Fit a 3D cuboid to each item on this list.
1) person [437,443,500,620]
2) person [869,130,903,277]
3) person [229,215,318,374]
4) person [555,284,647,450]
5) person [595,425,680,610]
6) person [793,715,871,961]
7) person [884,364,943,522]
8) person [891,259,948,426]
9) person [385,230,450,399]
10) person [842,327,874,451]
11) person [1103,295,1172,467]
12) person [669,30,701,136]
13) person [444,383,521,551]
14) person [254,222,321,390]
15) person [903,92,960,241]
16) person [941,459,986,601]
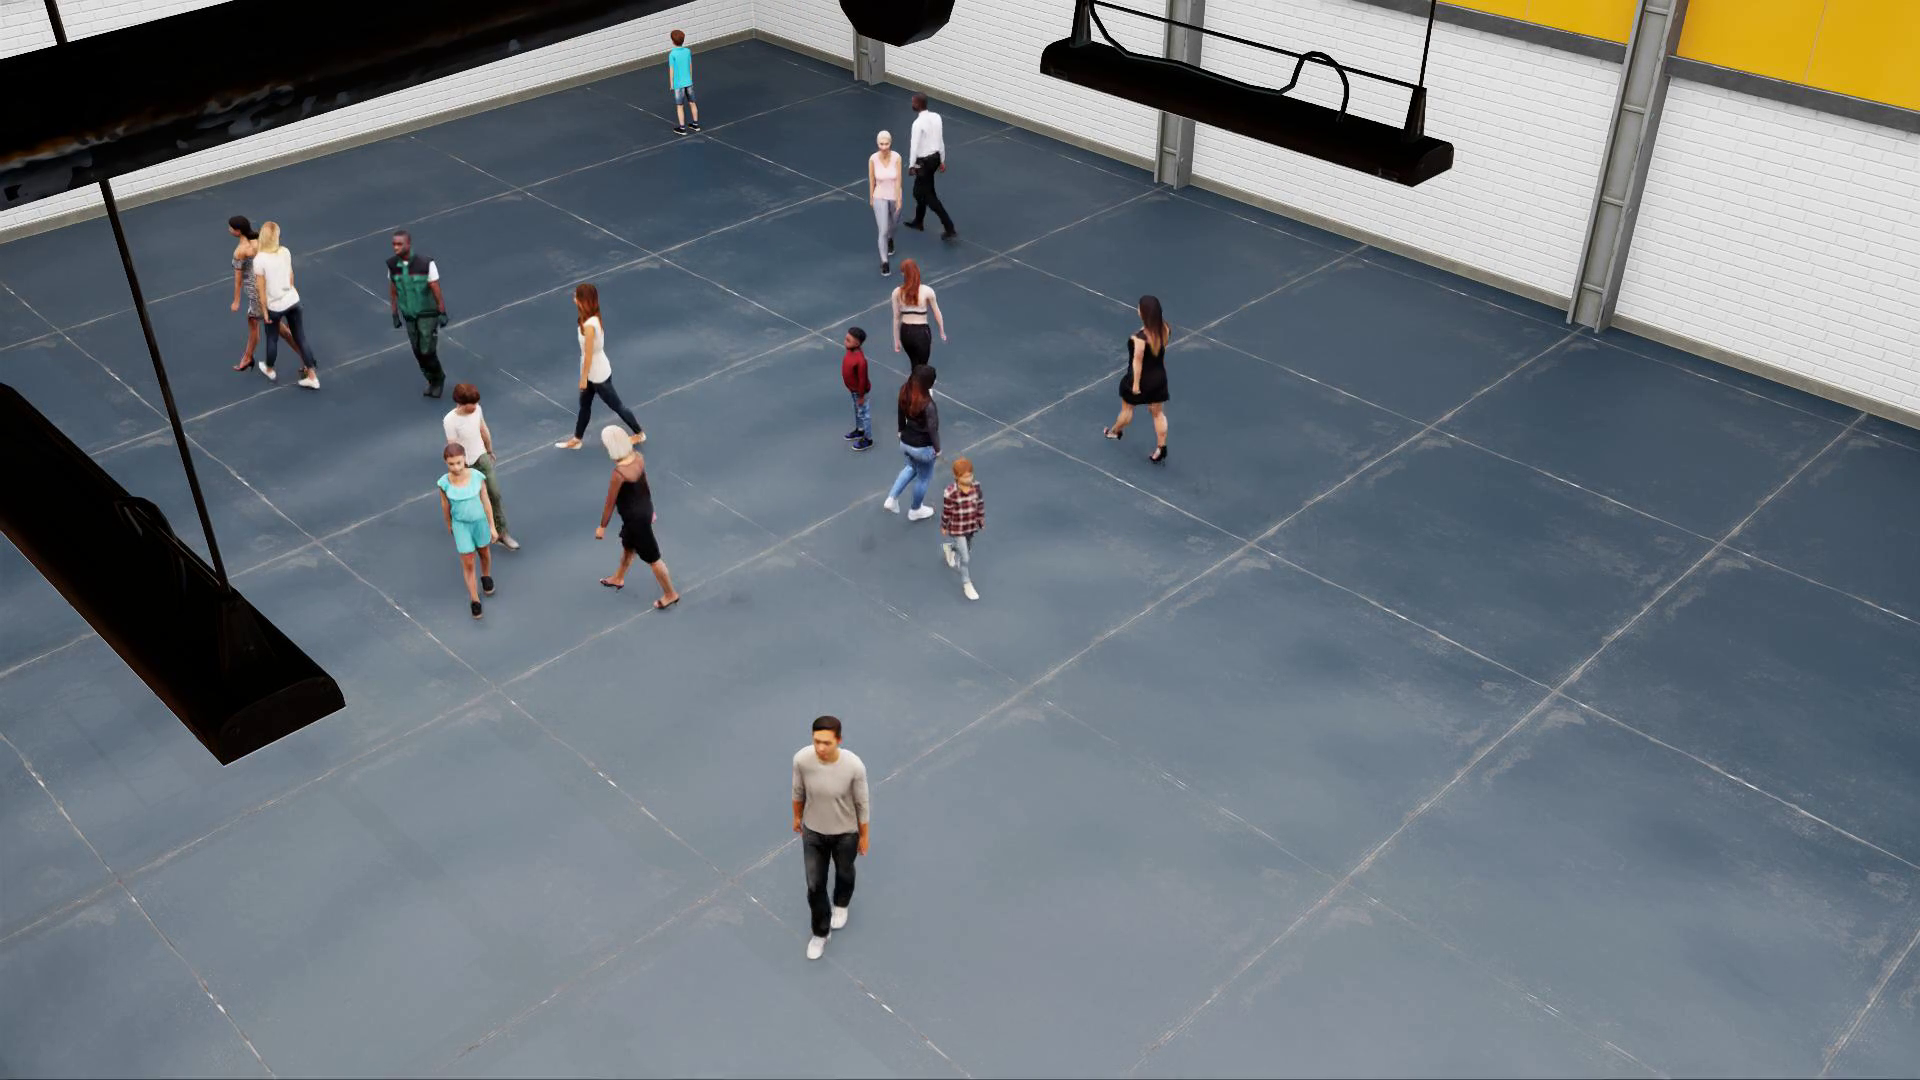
[{"bbox_3d":[-4.099,-0.180,13.956,0.814,1.528,1.006,-12,35,-17],"label":"person"},{"bbox_3d":[-0.859,-4.039,19.609,0.952,1.697,1.108,-4,34,-6],"label":"person"},{"bbox_3d":[-7.137,-2.474,17.192,1.089,1.768,1.088,-3,34,-4],"label":"person"},{"bbox_3d":[-3.375,-1.607,15.915,1.047,1.737,1.135,-8,34,-11],"label":"person"},{"bbox_3d":[-2.590,-0.144,13.749,1.103,1.698,0.943,5,34,8],"label":"person"},{"bbox_3d":[-0.810,1.783,10.758,0.946,1.799,0.991,4,34,6],"label":"person"},{"bbox_3d":[-0.422,-0.824,14.843,0.760,1.618,0.693,-27,42,-35],"label":"person"},{"bbox_3d":[-0.475,-1.895,16.375,1.137,1.706,1.062,10,35,14],"label":"person"},{"bbox_3d":[-5.454,-2.326,16.916,0.839,1.826,0.916,7,34,10],"label":"person"},{"bbox_3d":[-0.975,-1.498,16.186,0.633,1.254,0.529,-12,35,-18],"label":"person"},{"bbox_3d":[1.845,-1.467,15.753,0.710,1.683,0.989,-27,42,-34],"label":"person"},{"bbox_3d":[-3.920,-6.490,23.523,0.516,1.447,0.477,-27,42,-34],"label":"person"},{"bbox_3d":[-4.371,-0.689,14.655,1.159,1.601,0.685,23,40,31],"label":"person"},{"bbox_3d":[-6.843,-2.354,17.000,1.032,1.778,0.718,19,38,26],"label":"person"},{"bbox_3d":[-0.341,-4.498,20.210,1.171,1.797,0.792,23,40,30],"label":"person"},{"bbox_3d":[-0.014,-0.164,14.153,0.672,1.283,0.950,-19,38,-26],"label":"person"}]
